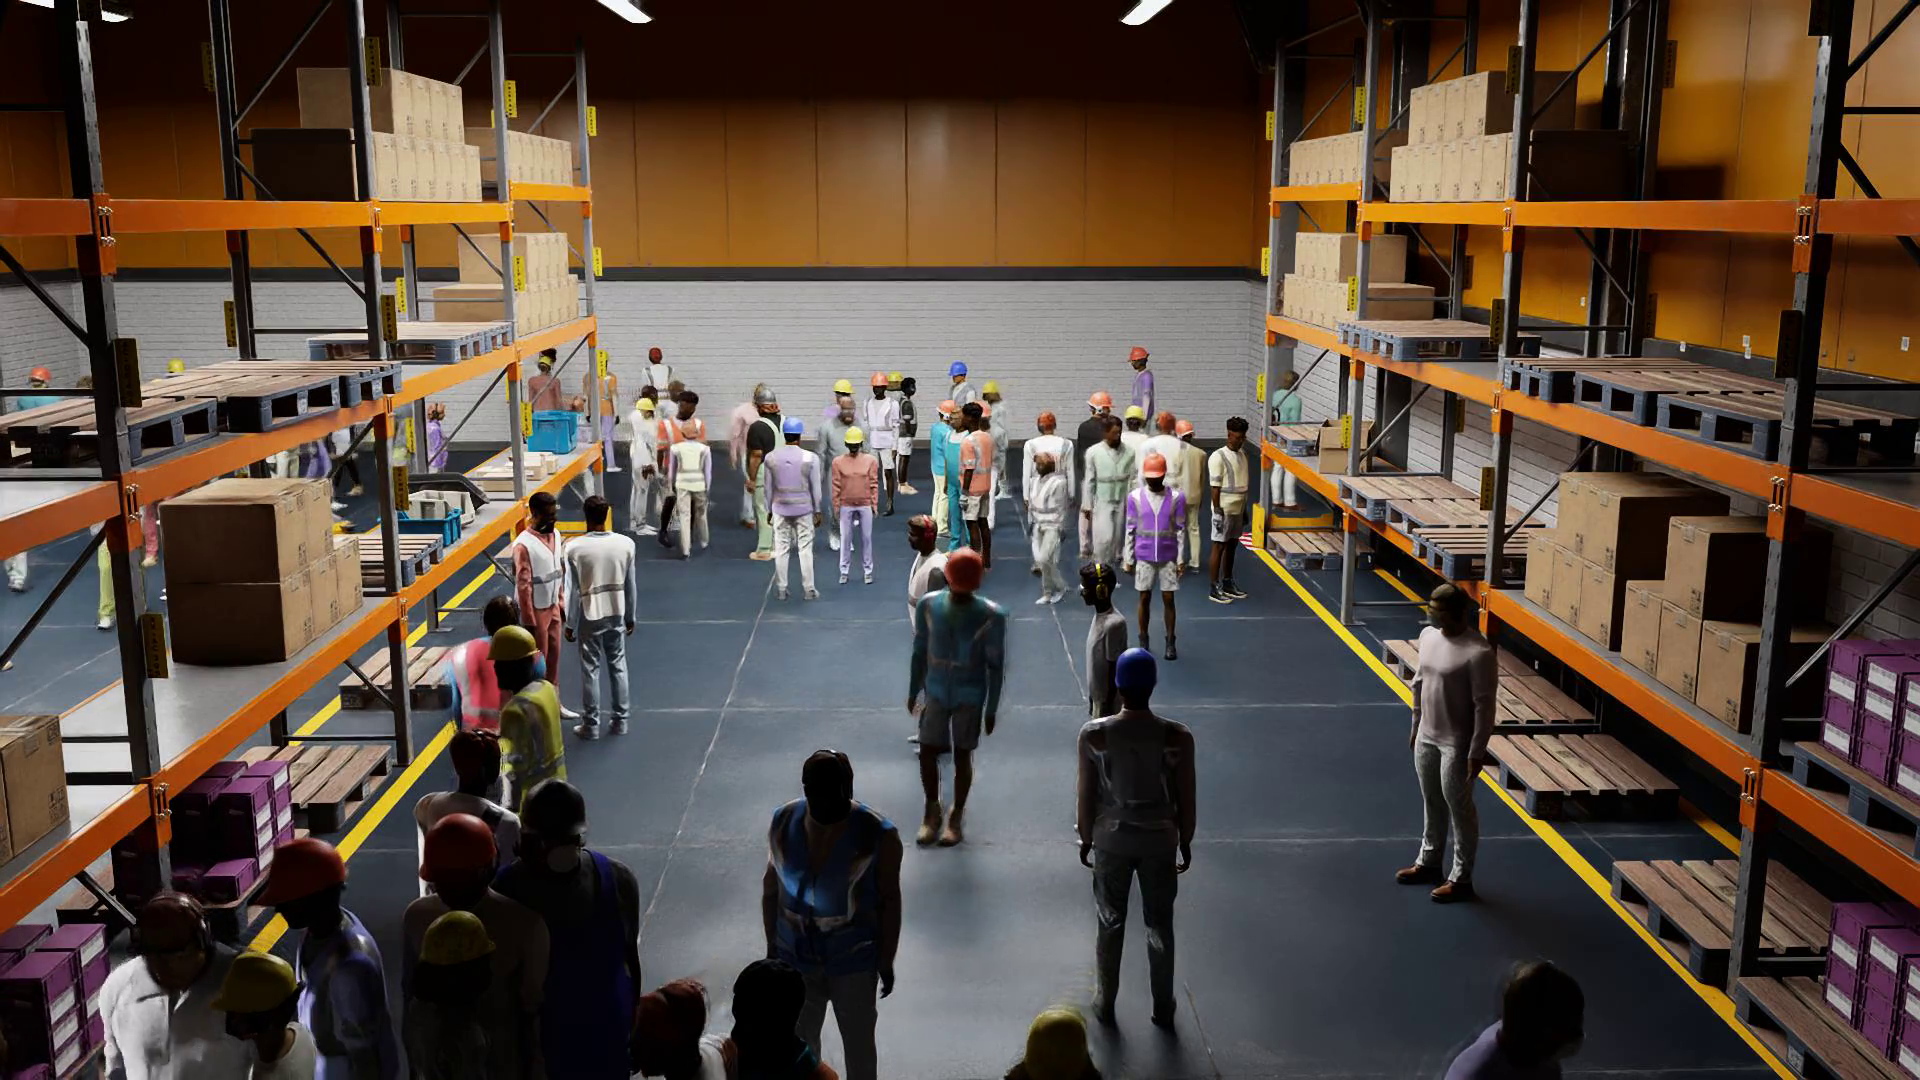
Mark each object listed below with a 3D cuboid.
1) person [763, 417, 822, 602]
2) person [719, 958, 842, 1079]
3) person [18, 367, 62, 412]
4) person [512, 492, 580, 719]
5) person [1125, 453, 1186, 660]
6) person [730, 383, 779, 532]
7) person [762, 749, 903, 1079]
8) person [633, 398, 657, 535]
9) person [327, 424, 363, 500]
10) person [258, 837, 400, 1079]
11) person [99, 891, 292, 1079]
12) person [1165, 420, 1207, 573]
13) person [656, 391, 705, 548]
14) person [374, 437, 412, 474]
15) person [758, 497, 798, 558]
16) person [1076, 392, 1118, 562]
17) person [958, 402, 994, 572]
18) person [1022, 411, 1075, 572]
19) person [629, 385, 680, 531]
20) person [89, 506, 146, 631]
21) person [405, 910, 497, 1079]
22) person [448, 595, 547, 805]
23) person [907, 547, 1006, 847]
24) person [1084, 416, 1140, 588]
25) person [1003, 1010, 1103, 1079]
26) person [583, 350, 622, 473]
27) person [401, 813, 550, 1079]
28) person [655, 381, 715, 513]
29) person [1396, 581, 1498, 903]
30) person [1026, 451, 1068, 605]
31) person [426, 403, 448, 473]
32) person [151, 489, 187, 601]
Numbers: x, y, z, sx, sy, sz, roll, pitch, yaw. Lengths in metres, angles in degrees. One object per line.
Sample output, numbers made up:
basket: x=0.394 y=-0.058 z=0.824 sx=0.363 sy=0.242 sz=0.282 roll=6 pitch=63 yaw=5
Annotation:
person: x=-1.748 y=-0.319 z=17.473 sx=0.614 sy=1.942 sz=0.406 roll=1 pitch=11 yaw=6
person: x=-0.538 y=2.166 z=5.078 sx=0.587 sy=1.920 sz=0.390 roll=11 pitch=16 yaw=44
person: x=-12.428 y=-1.368 z=22.648 sx=0.620 sy=1.979 sz=0.492 roll=2 pitch=11 yaw=8
person: x=-3.325 y=0.554 z=13.204 sx=0.410 sy=1.908 sz=0.598 roll=3 pitch=12 yaw=14
person: x=1.783 y=0.148 z=15.197 sx=0.549 sy=1.924 sz=0.390 roll=1 pitch=11 yaw=7
person: x=-2.602 y=-1.061 z=21.309 sx=0.662 sy=1.897 sz=0.723 roll=-9 pitch=15 yaw=-39
person: x=-0.567 y=1.787 z=7.174 sx=0.619 sy=1.845 sz=0.430 roll=3 pitch=12 yaw=15
person: x=-3.991 y=-0.937 z=21.084 sx=0.318 sy=1.741 sz=0.492 roll=-2 pitch=11 yaw=-10
person: x=-8.870 y=-1.404 z=23.609 sx=0.783 sy=1.666 sz=0.541 roll=-10 pitch=15 yaw=-40
person: x=-2.248 y=1.979 z=6.030 sx=0.434 sy=1.921 sz=0.563 roll=-8 pitch=14 yaw=-34
person: x=-2.571 y=2.081 z=5.645 sx=0.676 sy=1.852 sz=0.945 roll=-2 pitch=11 yaw=-8
person: x=2.523 y=-0.485 z=18.814 sx=0.569 sy=1.742 sz=0.352 roll=-8 pitch=14 yaw=-34
person: x=-3.389 y=-0.852 z=20.237 sx=0.620 sy=1.934 sz=0.416 roll=-6 pitch=13 yaw=-29
person: x=-7.452 y=-1.113 z=22.125 sx=0.548 sy=1.667 sz=0.755 roll=-1 pitch=11 yaw=-4
person: x=-2.141 y=-0.580 z=19.593 sx=0.447 sy=1.612 sz=0.539 roll=3 pitch=12 yaw=14
person: x=1.603 y=-0.743 z=19.481 sx=0.391 sy=1.991 sz=0.613 roll=-6 pitch=13 yaw=-29
person: x=0.162 y=-0.575 z=18.702 sx=0.362 sy=1.963 sz=0.614 roll=6 pitch=13 yaw=27
person: x=1.006 y=-0.521 z=18.686 sx=0.631 sy=1.871 sz=0.435 roll=-1 pitch=11 yaw=-3
person: x=-3.857 y=-1.010 z=21.079 sx=0.920 sy=1.878 sz=0.600 roll=5 pitch=12 yaw=25
person: x=-8.371 y=-0.083 z=16.483 sx=0.584 sy=1.873 sz=1.015 roll=-2 pitch=11 yaw=-10
person: x=-1.724 y=2.119 z=5.783 sx=0.323 sy=1.737 sz=0.486 roll=-9 pitch=14 yaw=-37
person: x=-2.781 y=1.217 z=10.164 sx=0.641 sy=1.788 sz=0.975 roll=1 pitch=11 yaw=5
person: x=-0.037 y=1.009 z=10.640 sx=0.666 sy=2.009 sz=0.502 roll=3 pitch=12 yaw=17
person: x=1.660 y=-0.395 z=17.985 sx=0.598 sy=1.897 sz=0.584 roll=-5 pitch=12 yaw=-25
person: x=0.281 y=2.258 z=5.150 sx=0.495 sy=1.691 sz=0.906 roll=2 pitch=11 yaw=11
person: x=-5.588 y=-2.013 z=26.018 sx=0.594 sy=1.922 sz=0.385 roll=4 pitch=12 yaw=17
person: x=-1.769 y=1.935 z=6.082 sx=0.612 sy=1.984 sz=0.409 roll=3 pitch=12 yaw=17
person: x=-3.745 y=-1.245 z=22.470 sx=0.888 sy=1.804 sz=0.541 roll=0 pitch=11 yaw=-2
person: x=2.915 y=1.191 z=9.922 sx=0.353 sy=1.936 sz=0.633 roll=-5 pitch=12 yaw=-23
person: x=0.897 y=-0.112 z=17.234 sx=0.389 sy=1.629 sz=0.516 roll=-7 pitch=13 yaw=-30
person: x=-6.764 y=-0.964 z=21.505 sx=0.314 sy=1.631 sz=0.523 roll=-5 pitch=12 yaw=-23
person: x=-8.362 y=-0.317 z=17.579 sx=0.406 sy=1.902 sz=0.638 roll=-4 pitch=12 yaw=-18
